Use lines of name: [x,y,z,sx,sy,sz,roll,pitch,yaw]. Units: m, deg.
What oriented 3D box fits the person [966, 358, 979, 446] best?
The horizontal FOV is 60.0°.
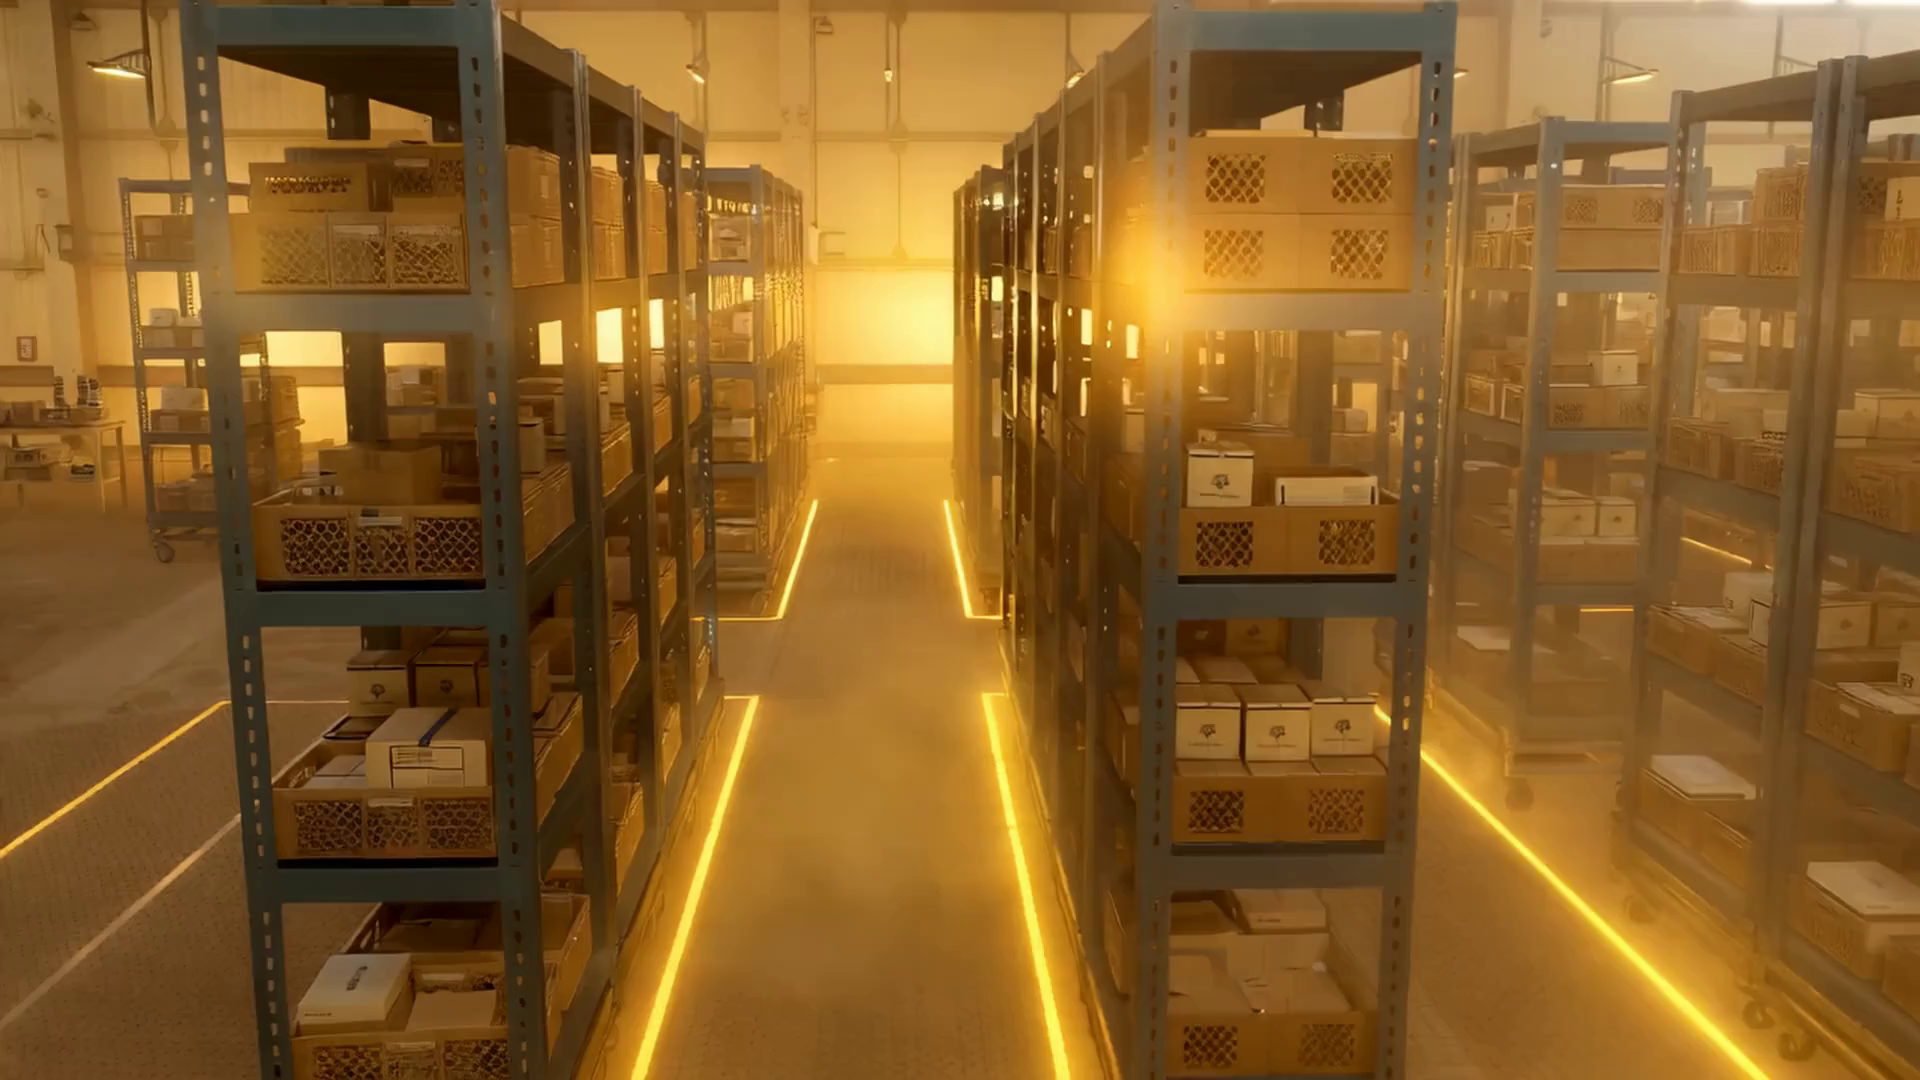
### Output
person: [0.146,-1.742,21.659,0.373,1.840,0.570,4,11,22]
